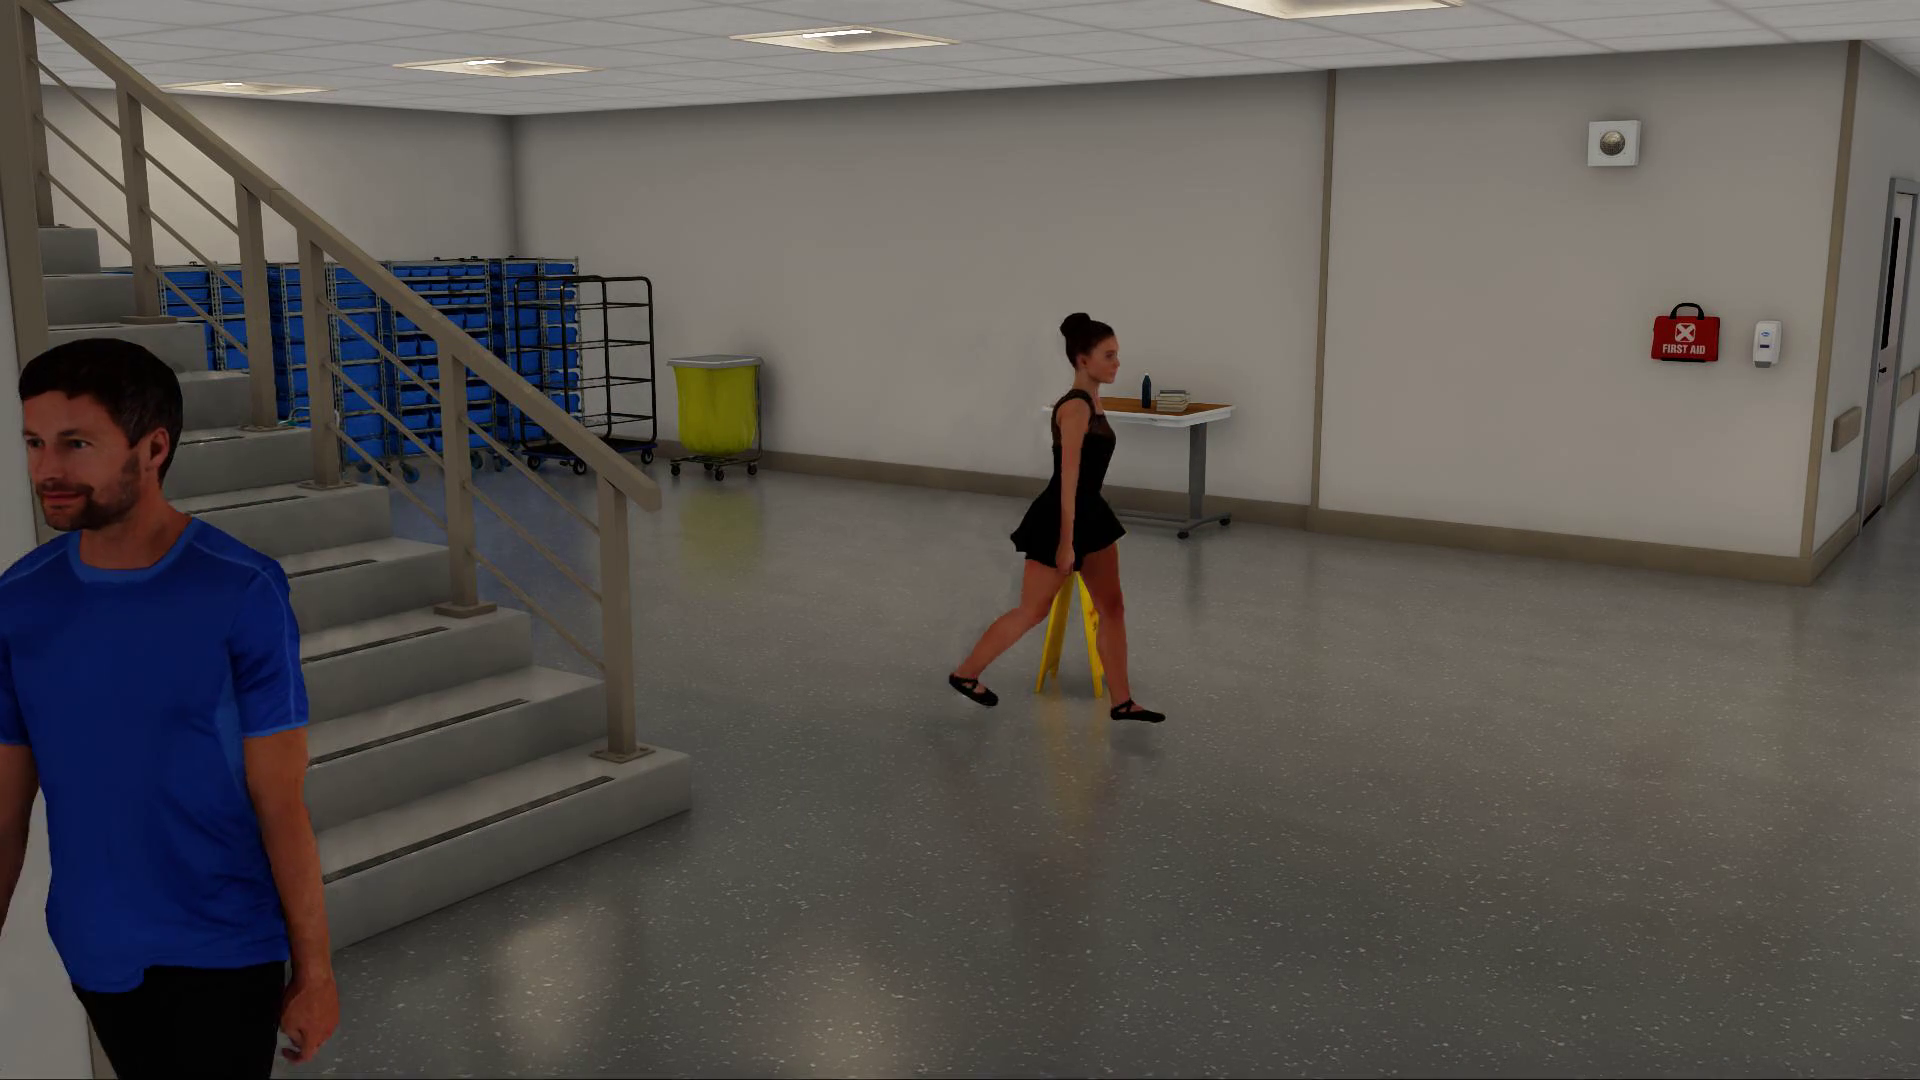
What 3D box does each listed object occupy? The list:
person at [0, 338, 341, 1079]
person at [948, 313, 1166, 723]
[{"bbox_3d":[-1.154,0.638,2.571,1.249,1.814,1.073,2,11,9],"label":"person"},{"bbox_3d":[0.351,-0.044,6.639,1.179,1.637,0.833,3,11,14],"label":"person"}]
